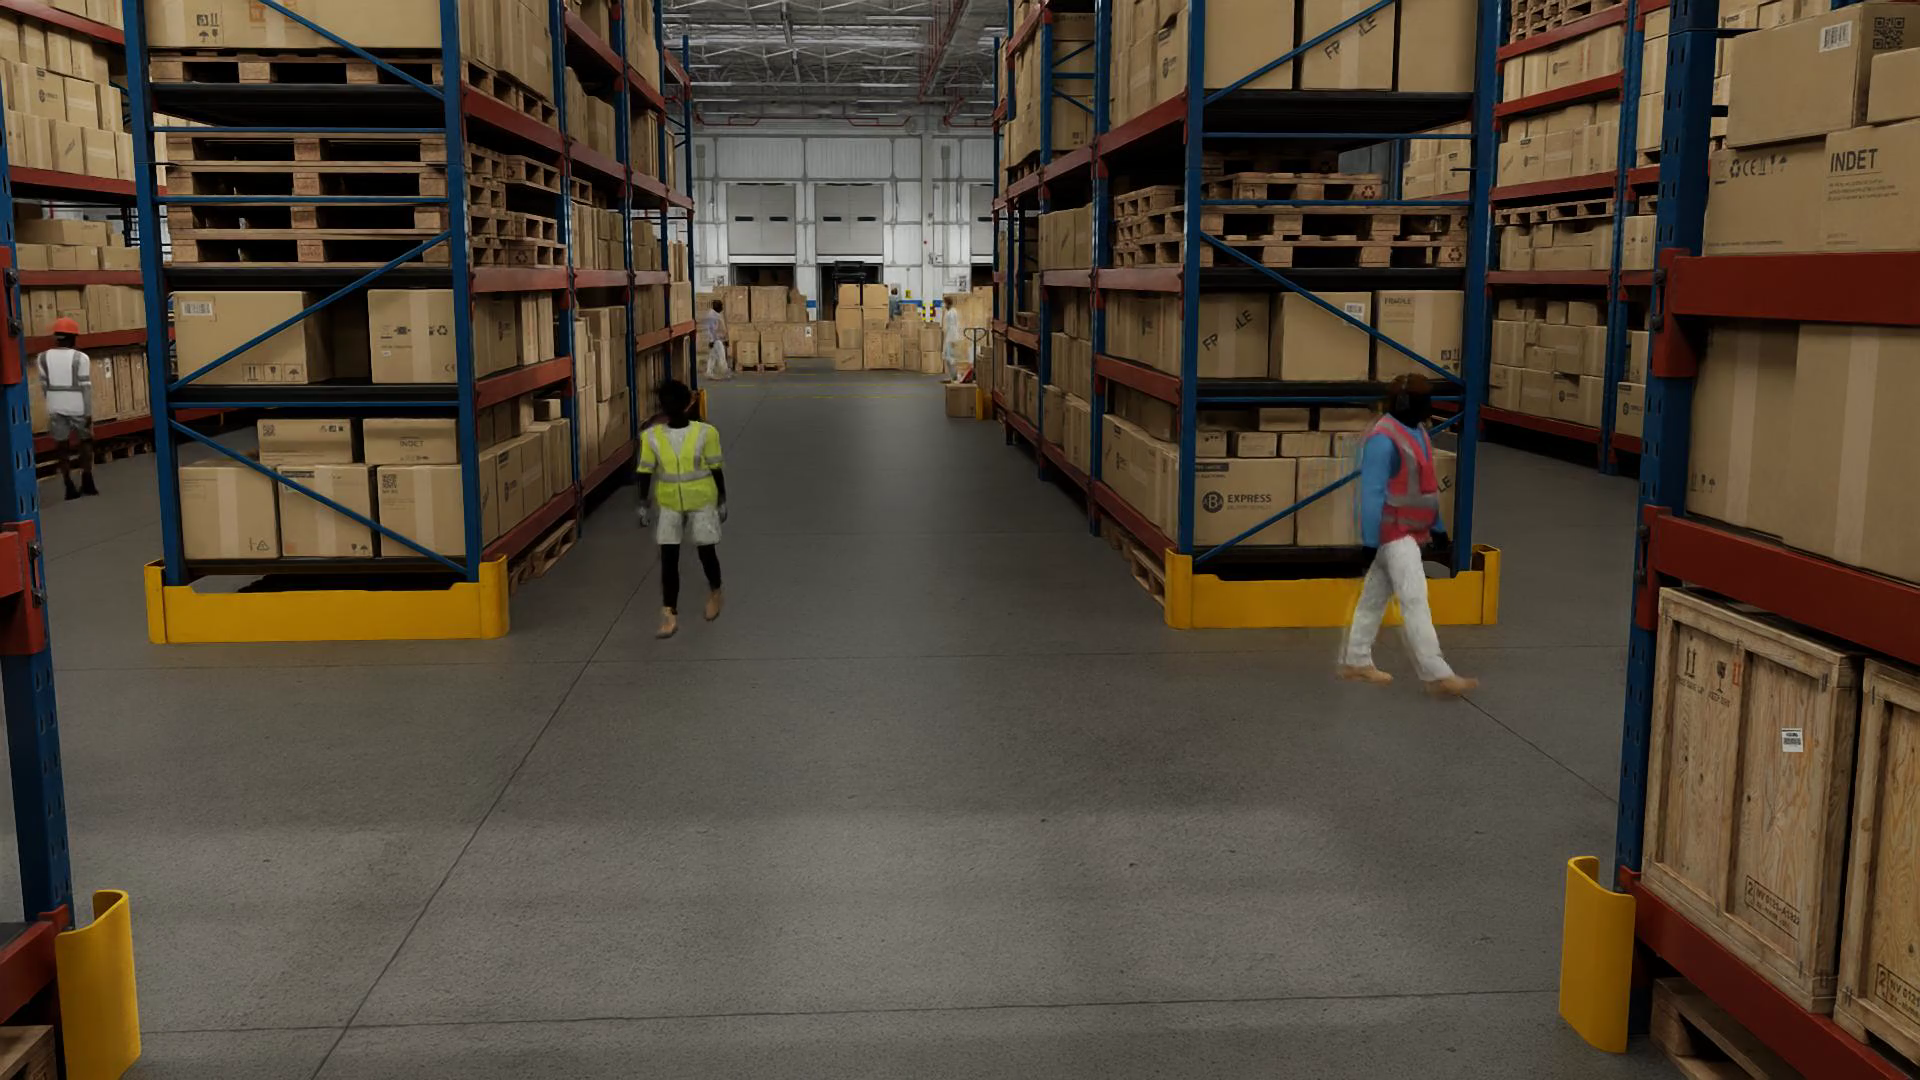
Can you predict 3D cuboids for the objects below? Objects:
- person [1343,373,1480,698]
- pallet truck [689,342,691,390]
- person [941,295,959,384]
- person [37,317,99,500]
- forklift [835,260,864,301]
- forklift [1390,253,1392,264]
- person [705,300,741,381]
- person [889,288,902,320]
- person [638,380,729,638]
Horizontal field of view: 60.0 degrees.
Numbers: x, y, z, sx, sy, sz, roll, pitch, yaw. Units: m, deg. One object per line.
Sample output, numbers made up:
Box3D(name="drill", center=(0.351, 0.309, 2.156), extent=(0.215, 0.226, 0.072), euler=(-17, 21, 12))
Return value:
Box3D(name="person", center=(2.579, -0.029, 9.355), extent=(0.899, 1.800, 0.639), euler=(5, 10, 30))
Box3D(name="pallet truck", center=(-5.225, -3.008, 27.480), extent=(1.885, 1.965, 0.823), euler=(2, 9, 14))
Box3D(name="person", center=(-0.228, -4.299, 35.814), extent=(0.436, 1.924, 0.649), euler=(-2, 9, -11))
Box3D(name="person", center=(-9.402, -1.384, 17.573), extent=(0.540, 1.911, 0.592), euler=(-1, 9, -8))
Box3D(name="forklift", center=(-3.555, -7.608, 53.603), extent=(1.129, 2.768, 1.873), euler=(-1, 9, -4))
Box3D(name="forklift", center=(8.534, -4.640, 34.966), extent=(1.129, 2.768, 1.873), euler=(-1, 9, -4))
Box3D(name="person", center=(-5.284, -4.427, 36.985), extent=(0.919, 1.800, 0.648), euler=(1, 9, 8))
Box3D(name="person", center=(-2.316, -7.829, 57.977), extent=(0.636, 1.931, 0.377), euler=(3, 10, 20))
Box3D(name="person", center=(-1.832, -0.216, 10.983), extent=(0.575, 1.668, 0.731), euler=(1, 9, 5))
